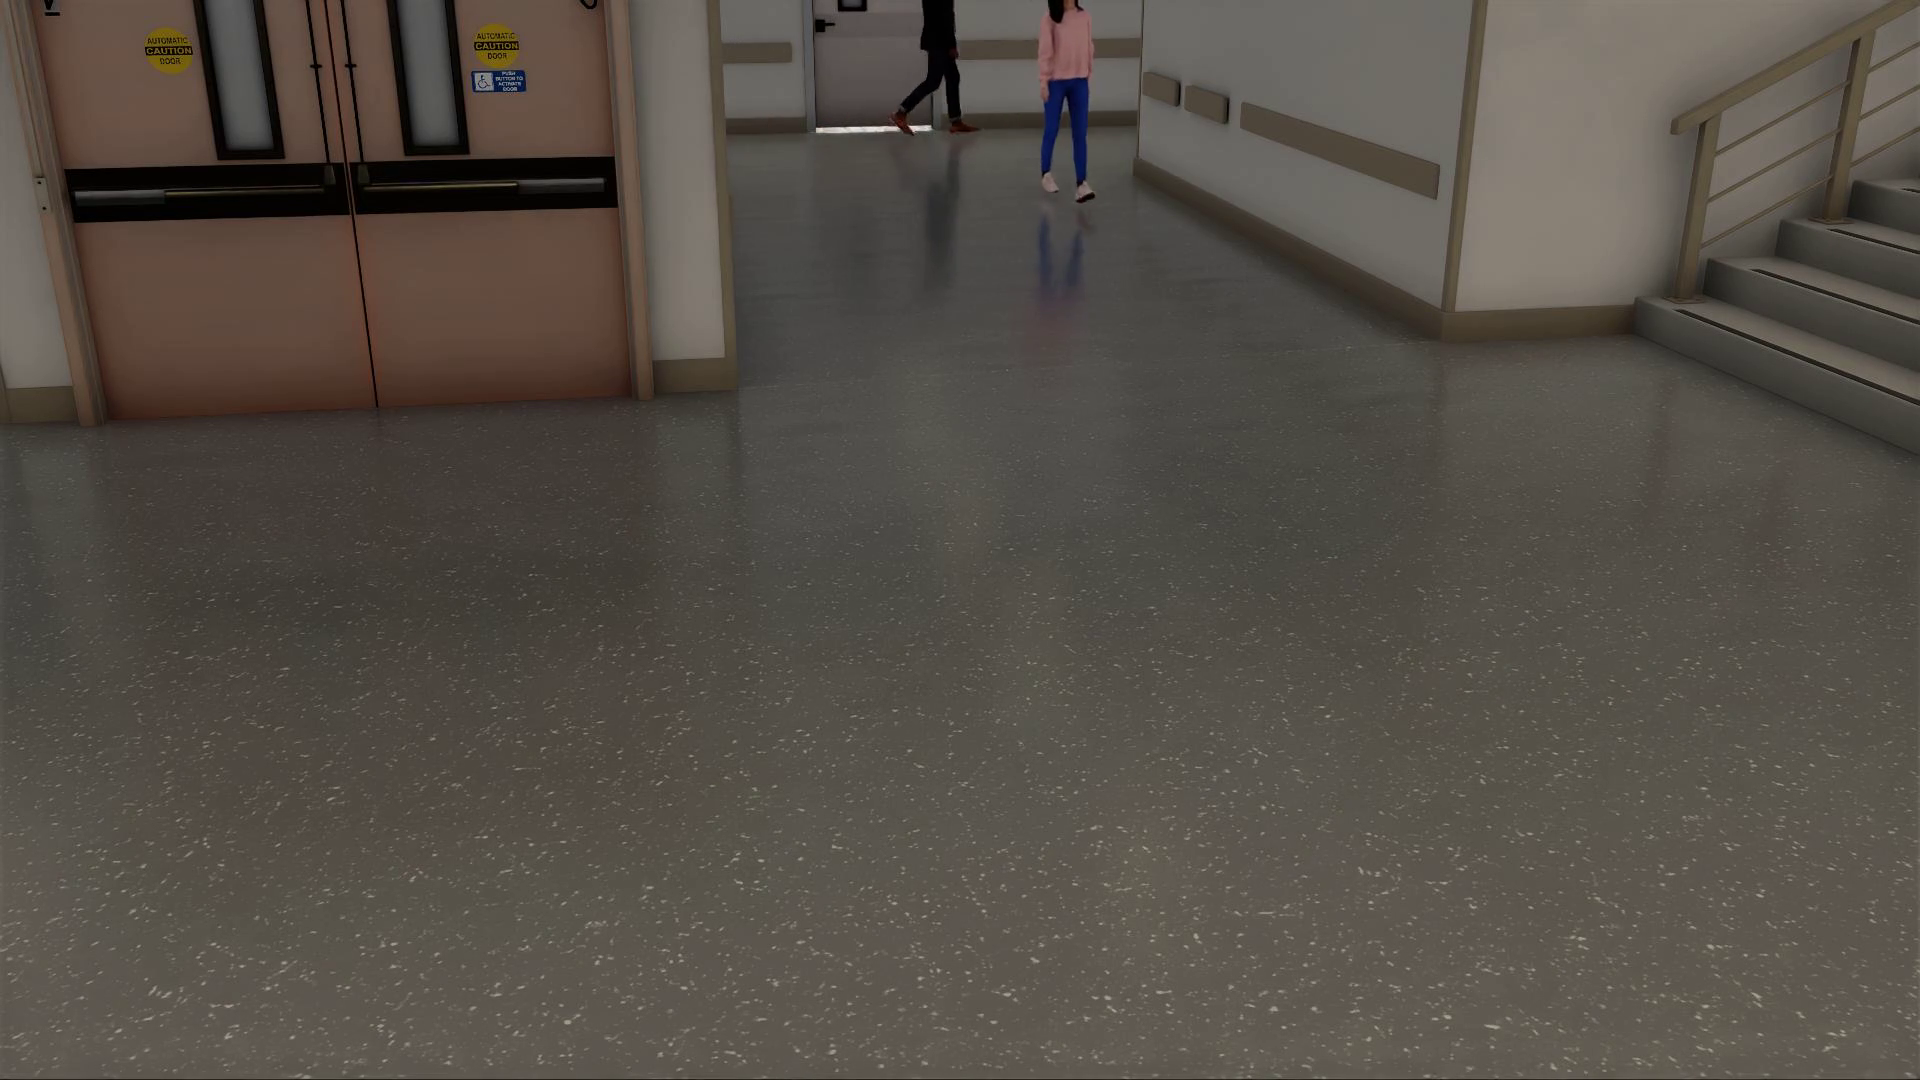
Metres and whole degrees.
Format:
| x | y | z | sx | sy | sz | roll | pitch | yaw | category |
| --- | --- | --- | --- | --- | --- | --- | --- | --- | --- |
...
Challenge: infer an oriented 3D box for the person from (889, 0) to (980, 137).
| x | y | z | sx | sy | sz | roll | pitch | yaw | category |
| --- | --- | --- | --- | --- | --- | --- | --- | --- | --- |
| -0.298 | -4.925 | 16.612 | 1.175 | 1.785 | 0.764 | -2 | 21 | -4 | person |

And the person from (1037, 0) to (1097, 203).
| x | y | z | sx | sy | sz | roll | pitch | yaw | category |
| --- | --- | --- | --- | --- | --- | --- | --- | --- | --- |
| 0.778 | -3.509 | 12.973 | 1.152 | 1.715 | 0.844 | -7 | 22 | -17 | person |
